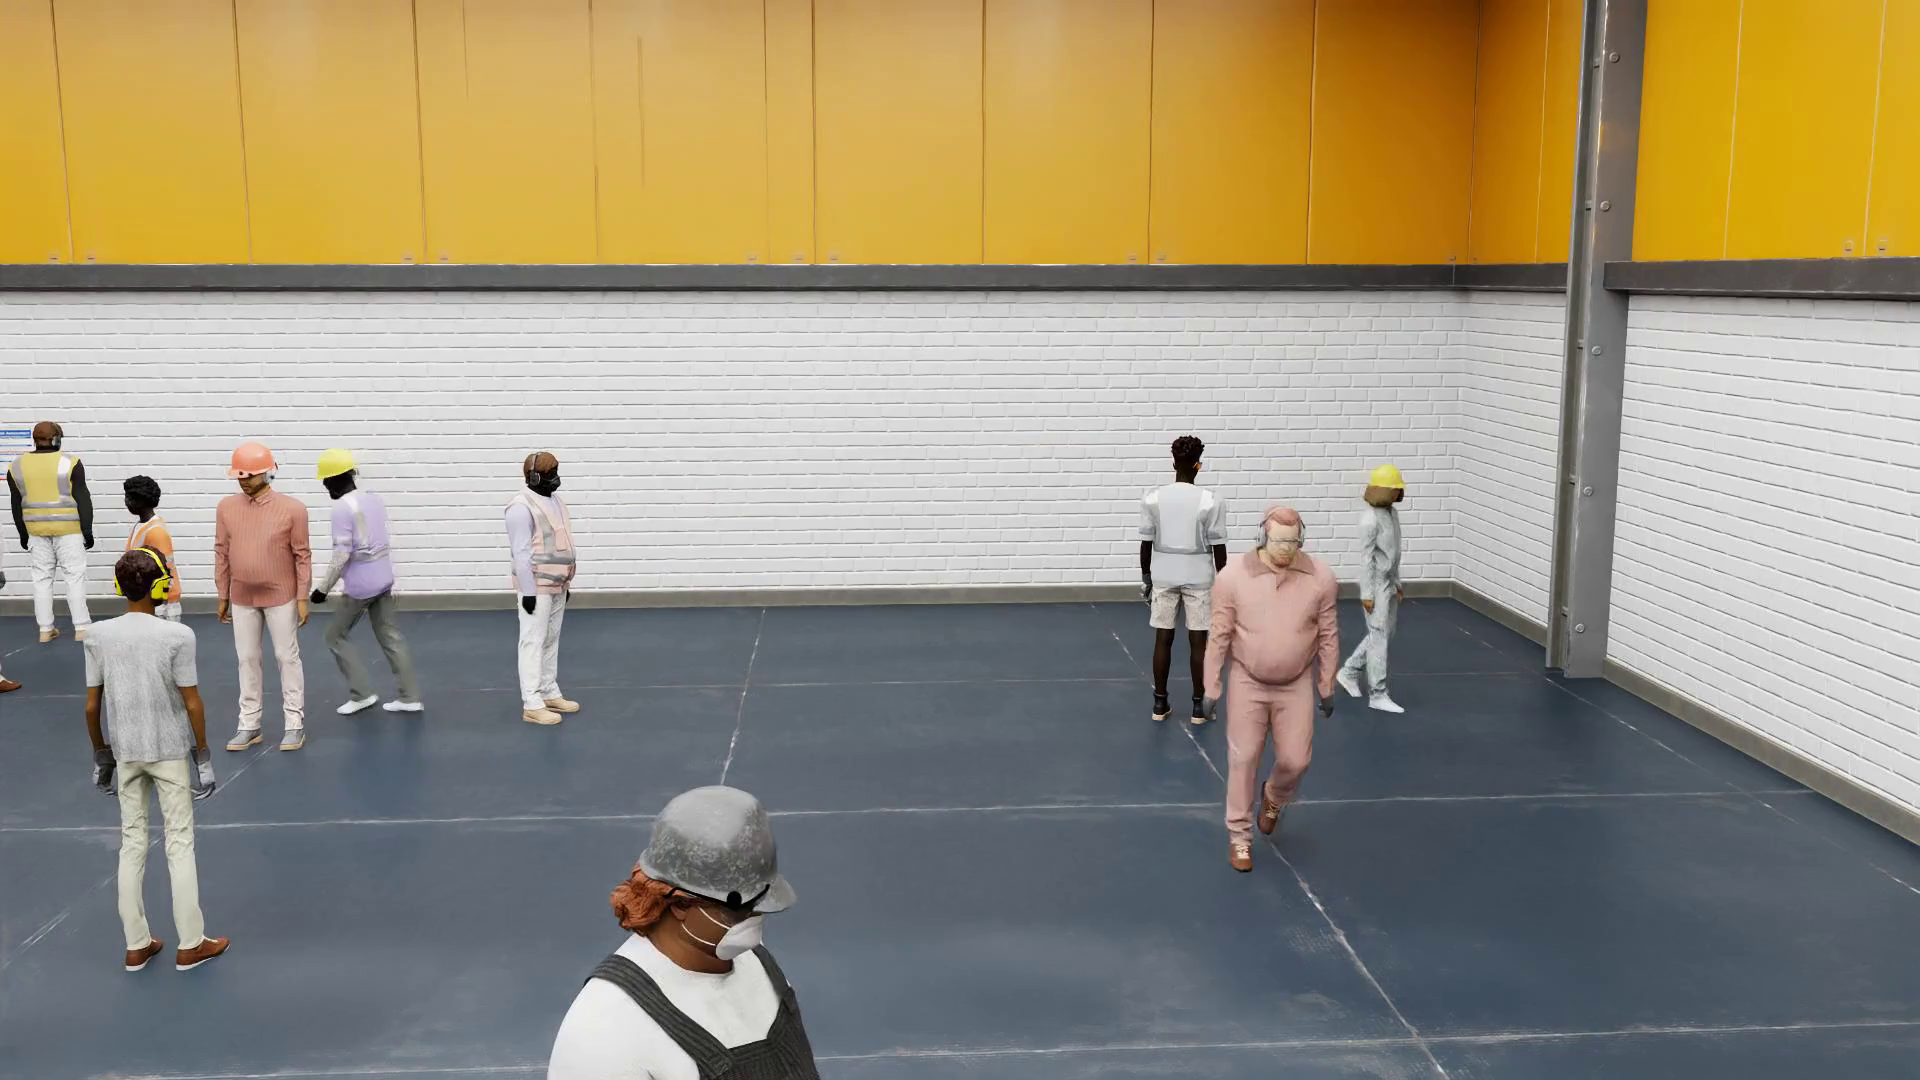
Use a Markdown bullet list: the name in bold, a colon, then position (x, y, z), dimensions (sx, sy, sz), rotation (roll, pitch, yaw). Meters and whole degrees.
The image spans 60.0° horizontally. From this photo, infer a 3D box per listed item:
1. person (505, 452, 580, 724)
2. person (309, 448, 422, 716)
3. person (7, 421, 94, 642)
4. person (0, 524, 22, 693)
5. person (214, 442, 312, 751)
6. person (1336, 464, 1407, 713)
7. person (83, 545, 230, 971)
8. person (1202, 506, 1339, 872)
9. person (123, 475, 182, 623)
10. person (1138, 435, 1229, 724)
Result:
- **person**: position (-2.833, 0.316, 11.357), dimensions (0.430, 1.845, 0.619), rotation (2, 9, 11)
- **person**: position (-4.051, 0.307, 11.320), dimensions (0.637, 1.865, 0.608), rotation (1, 9, 7)
- **person**: position (-7.489, -0.067, 13.782), dimensions (0.621, 1.838, 0.429), rotation (-1, 9, -5)
- **person**: position (-7.183, 0.181, 12.005), dimensions (0.642, 1.908, 0.399), rotation (1, 9, 6)
- **person**: position (-4.447, 0.364, 10.604), dimensions (0.609, 1.986, 0.391), rotation (0, 9, 1)
- **person**: position (2.925, 0.324, 11.694), dimensions (0.502, 1.755, 0.524), rotation (6, 11, 33)
- **person**: position (-3.527, 0.954, 7.266), dimensions (0.535, 1.868, 0.309), rotation (0, 9, 1)
- **person**: position (1.591, 0.736, 8.597), dimensions (0.707, 1.883, 0.564), rotation (1, 9, 5)
- **person**: position (-5.462, 0.400, 11.277), dimensions (0.322, 1.698, 0.533), rotation (-7, 11, -37)
- **person**: position (1.517, 0.265, 11.281), dimensions (0.613, 1.964, 0.361), rotation (3, 10, 21)
